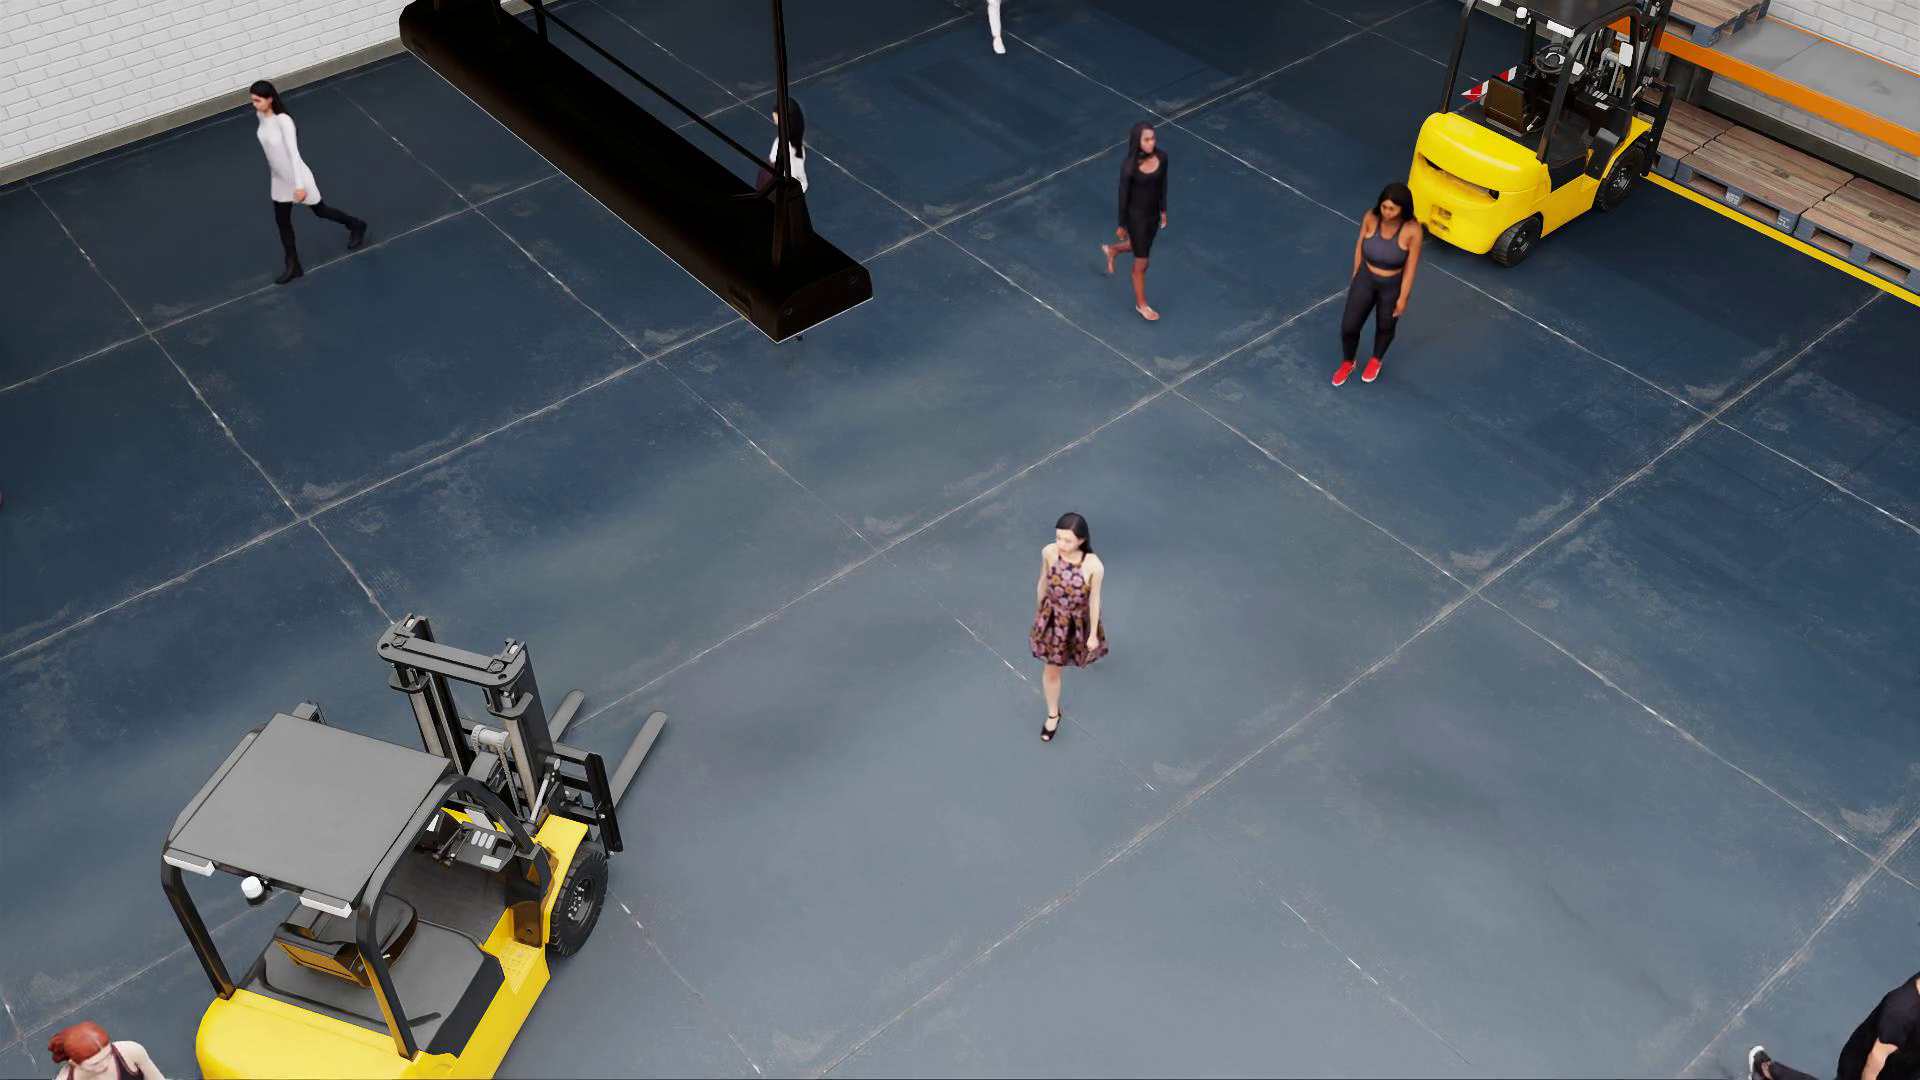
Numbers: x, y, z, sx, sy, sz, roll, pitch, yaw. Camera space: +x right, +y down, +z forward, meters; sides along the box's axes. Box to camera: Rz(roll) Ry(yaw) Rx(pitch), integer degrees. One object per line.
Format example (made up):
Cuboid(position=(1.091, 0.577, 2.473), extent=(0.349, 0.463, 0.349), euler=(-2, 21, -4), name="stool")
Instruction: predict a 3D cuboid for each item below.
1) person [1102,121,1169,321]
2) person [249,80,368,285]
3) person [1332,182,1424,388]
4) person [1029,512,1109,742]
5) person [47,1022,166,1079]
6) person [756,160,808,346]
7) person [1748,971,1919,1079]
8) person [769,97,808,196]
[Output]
Cuboid(position=(1.436, -2.671, 13.623), extent=(0.614, 1.703, 1.012), euler=(-28, 50, -26), name="person")
Cuboid(position=(-5.514, -3.069, 13.993), extent=(1.188, 1.769, 0.889), euler=(26, 49, 25), name="person")
Cuboid(position=(3.302, -2.027, 12.879), extent=(0.766, 1.797, 0.850), euler=(21, 47, 21), name="person")
Cuboid(position=(0.707, 0.478, 10.280), extent=(1.032, 1.755, 0.978), euler=(16, 46, 16), name="person")
Cuboid(position=(-3.913, 2.725, 7.910), extent=(0.674, 1.771, 0.913), euler=(-21, 47, -21), name="person")
Cuboid(position=(-1.451, -2.283, 13.267), extent=(0.673, 1.632, 0.674), euler=(-7, 44, -7), name="person")
Cuboid(position=(4.446, 2.468, 8.131), extent=(0.820, 1.839, 1.134), euler=(-22, 48, -21), name="person")
Cuboid(position=(-1.399, -2.920, 13.887), extent=(0.765, 1.700, 0.692), euler=(1, 44, 1), name="person")
